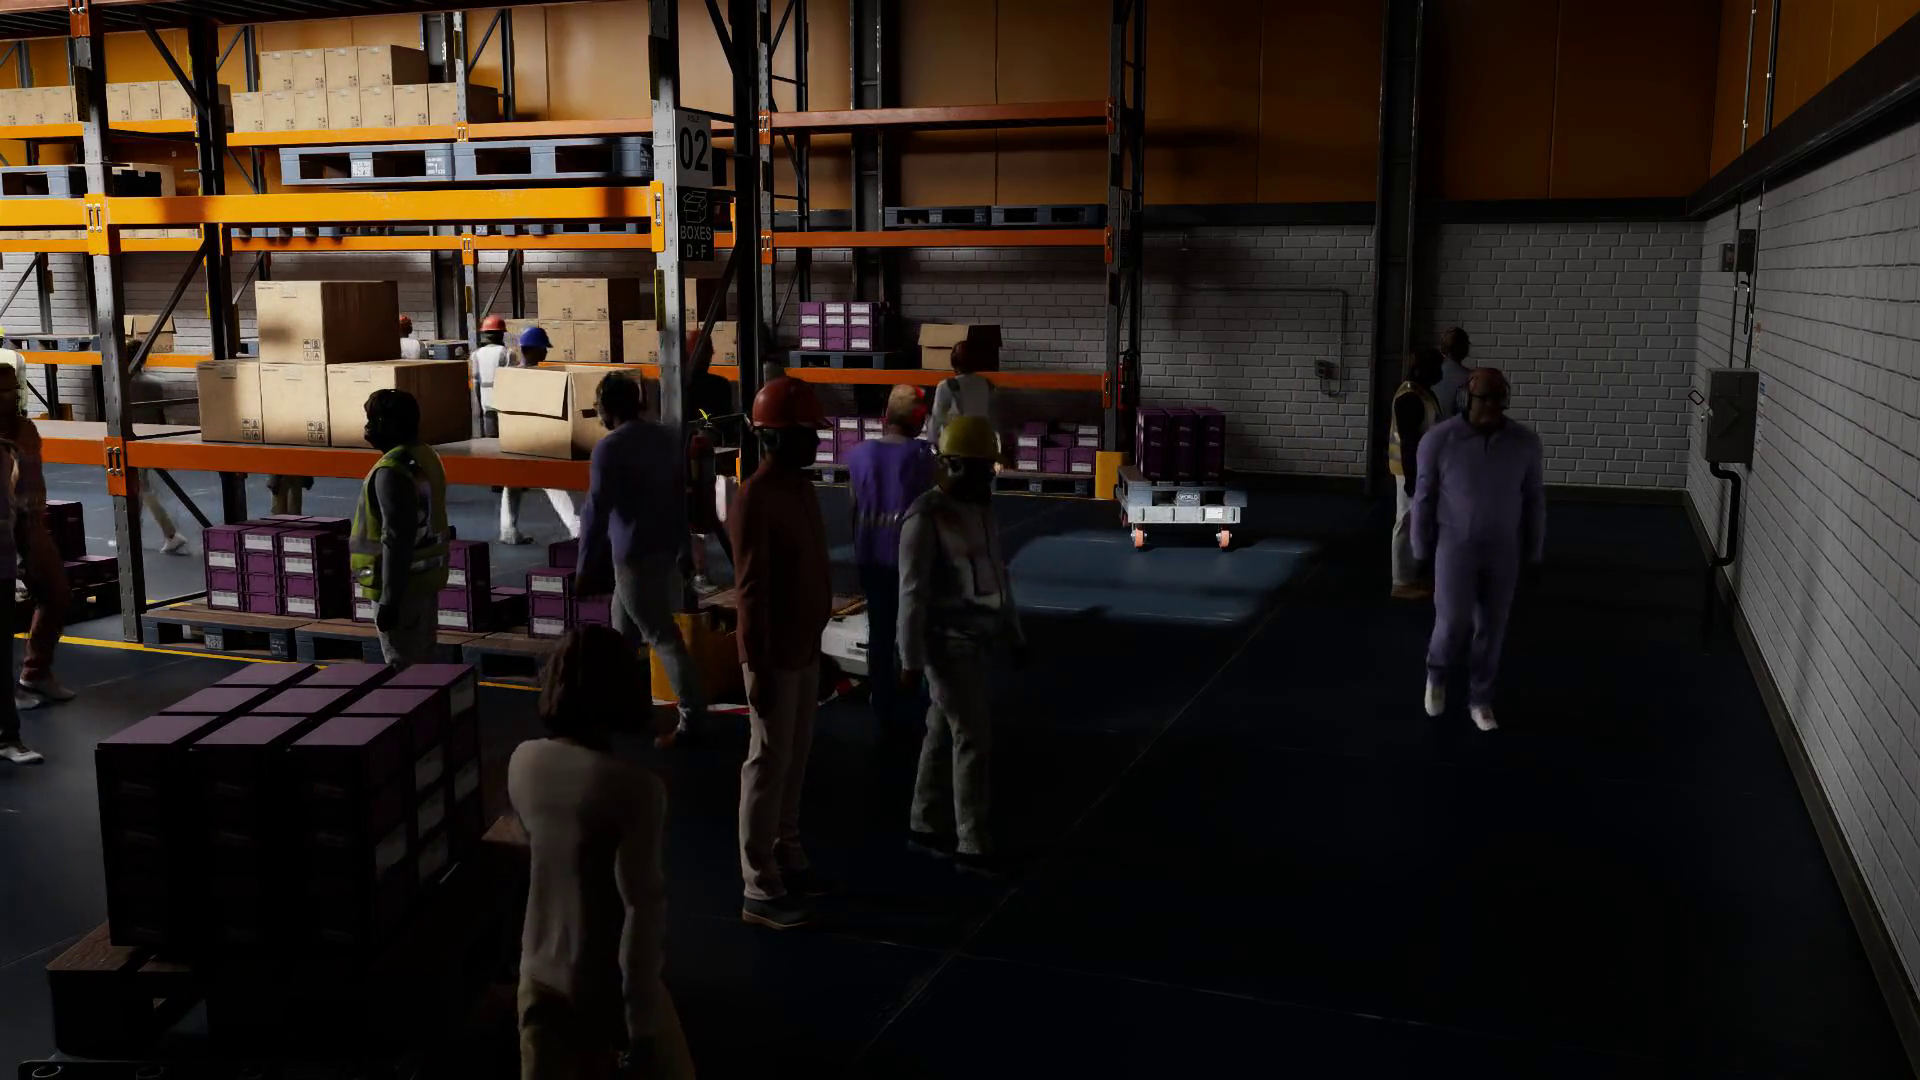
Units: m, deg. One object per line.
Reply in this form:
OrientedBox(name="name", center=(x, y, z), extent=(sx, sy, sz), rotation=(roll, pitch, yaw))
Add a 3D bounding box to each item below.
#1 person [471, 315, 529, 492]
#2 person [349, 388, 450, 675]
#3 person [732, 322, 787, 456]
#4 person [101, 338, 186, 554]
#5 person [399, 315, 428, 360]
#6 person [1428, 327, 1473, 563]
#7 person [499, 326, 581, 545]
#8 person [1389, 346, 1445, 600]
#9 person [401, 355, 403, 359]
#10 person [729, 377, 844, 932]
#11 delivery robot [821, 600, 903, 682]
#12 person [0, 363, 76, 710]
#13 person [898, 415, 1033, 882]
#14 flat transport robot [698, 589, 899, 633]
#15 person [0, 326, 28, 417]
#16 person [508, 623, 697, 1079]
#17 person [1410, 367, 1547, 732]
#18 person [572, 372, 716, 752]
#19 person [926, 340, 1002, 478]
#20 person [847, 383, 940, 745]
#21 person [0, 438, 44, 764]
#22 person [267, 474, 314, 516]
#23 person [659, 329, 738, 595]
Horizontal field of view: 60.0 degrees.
OrientedBox(name="person", center=(-4.983, -1.464, 18.010), extent=(0.583, 1.929, 0.412), rotation=(3, 9, 17))
OrientedBox(name="person", center=(-2.580, 0.224, 7.682), extent=(0.429, 1.840, 0.636), rotation=(-1, 9, -4))
OrientedBox(name="person", center=(-1.613, -0.848, 13.781), extent=(0.596, 2.000, 0.714), rotation=(-1, 9, -8))
OrientedBox(name="person", center=(-6.948, -0.796, 14.110), extent=(0.942, 1.835, 0.513), rotation=(3, 10, 18))
OrientedBox(name="person", center=(-6.631, -1.750, 19.935), extent=(0.337, 1.882, 0.585), rotation=(8, 12, 42))
OrientedBox(name="person", center=(3.972, -0.747, 13.460), extent=(0.359, 1.939, 0.635), rotation=(-3, 10, -20))
OrientedBox(name="person", center=(-3.614, -0.892, 14.469), extent=(0.950, 1.901, 0.652), rotation=(0, 9, 0))
OrientedBox(name="person", center=(3.364, -0.495, 12.195), extent=(0.429, 1.839, 0.633), rotation=(4, 10, 24))
OrientedBox(name="person", center=(-5.952, -1.334, 17.212), extent=(0.477, 1.916, 0.644), rotation=(1, 9, 6))
OrientedBox(name="person", center=(-0.629, 0.402, 6.073), extent=(0.387, 1.992, 0.626), rotation=(2, 9, 13))
OrientedBox(name="delivery robot", center=(-0.481, 0.576, 9.198), extent=(0.707, 0.478, 0.477), rotation=(8, 12, 39))
OrientedBox(name="person", center=(-5.078, -0.006, 8.951), extent=(0.542, 1.889, 0.681), rotation=(2, 9, 11))
OrientedBox(name="person", center=(0.067, 0.418, 6.580), extent=(0.729, 1.801, 0.600), rotation=(4, 10, 24))
OrientedBox(name="flat transport robot", center=(-1.150, 0.492, 10.909), extent=(1.431, 0.197, 0.652), rotation=(3, 10, 20))
OrientedBox(name="person", center=(-10.668, -1.493, 18.483), extent=(0.403, 1.831, 0.596), rotation=(6, 11, 31))
OrientedBox(name="person", center=(-0.822, 0.979, 3.724), extent=(0.499, 1.584, 0.831), rotation=(5, 11, 31))
OrientedBox(name="person", center=(2.682, 0.054, 8.599), extent=(0.663, 1.892, 0.411), rotation=(0, 9, -1))
OrientedBox(name="person", center=(-1.656, 0.106, 8.320), extent=(1.034, 1.870, 0.698), rotation=(3, 9, 17))
OrientedBox(name="person", center=(0.053, -0.692, 13.488), extent=(0.583, 1.840, 0.983), rotation=(-7, 12, -39))
OrientedBox(name="person", center=(-0.309, 0.138, 8.273), extent=(0.600, 1.823, 0.437), rotation=(4, 10, 26))
OrientedBox(name="person", center=(-4.645, 0.152, 7.857), extent=(0.381, 1.928, 0.587), rotation=(6, 11, 31))
OrientedBox(name="person", center=(-4.977, -0.529, 12.344), extent=(0.335, 1.864, 0.521), rotation=(2, 9, 10))
OrientedBox(name="person", center=(-1.986, -0.591, 12.391), extent=(0.635, 1.970, 0.690), rotation=(-8, 12, -41))
